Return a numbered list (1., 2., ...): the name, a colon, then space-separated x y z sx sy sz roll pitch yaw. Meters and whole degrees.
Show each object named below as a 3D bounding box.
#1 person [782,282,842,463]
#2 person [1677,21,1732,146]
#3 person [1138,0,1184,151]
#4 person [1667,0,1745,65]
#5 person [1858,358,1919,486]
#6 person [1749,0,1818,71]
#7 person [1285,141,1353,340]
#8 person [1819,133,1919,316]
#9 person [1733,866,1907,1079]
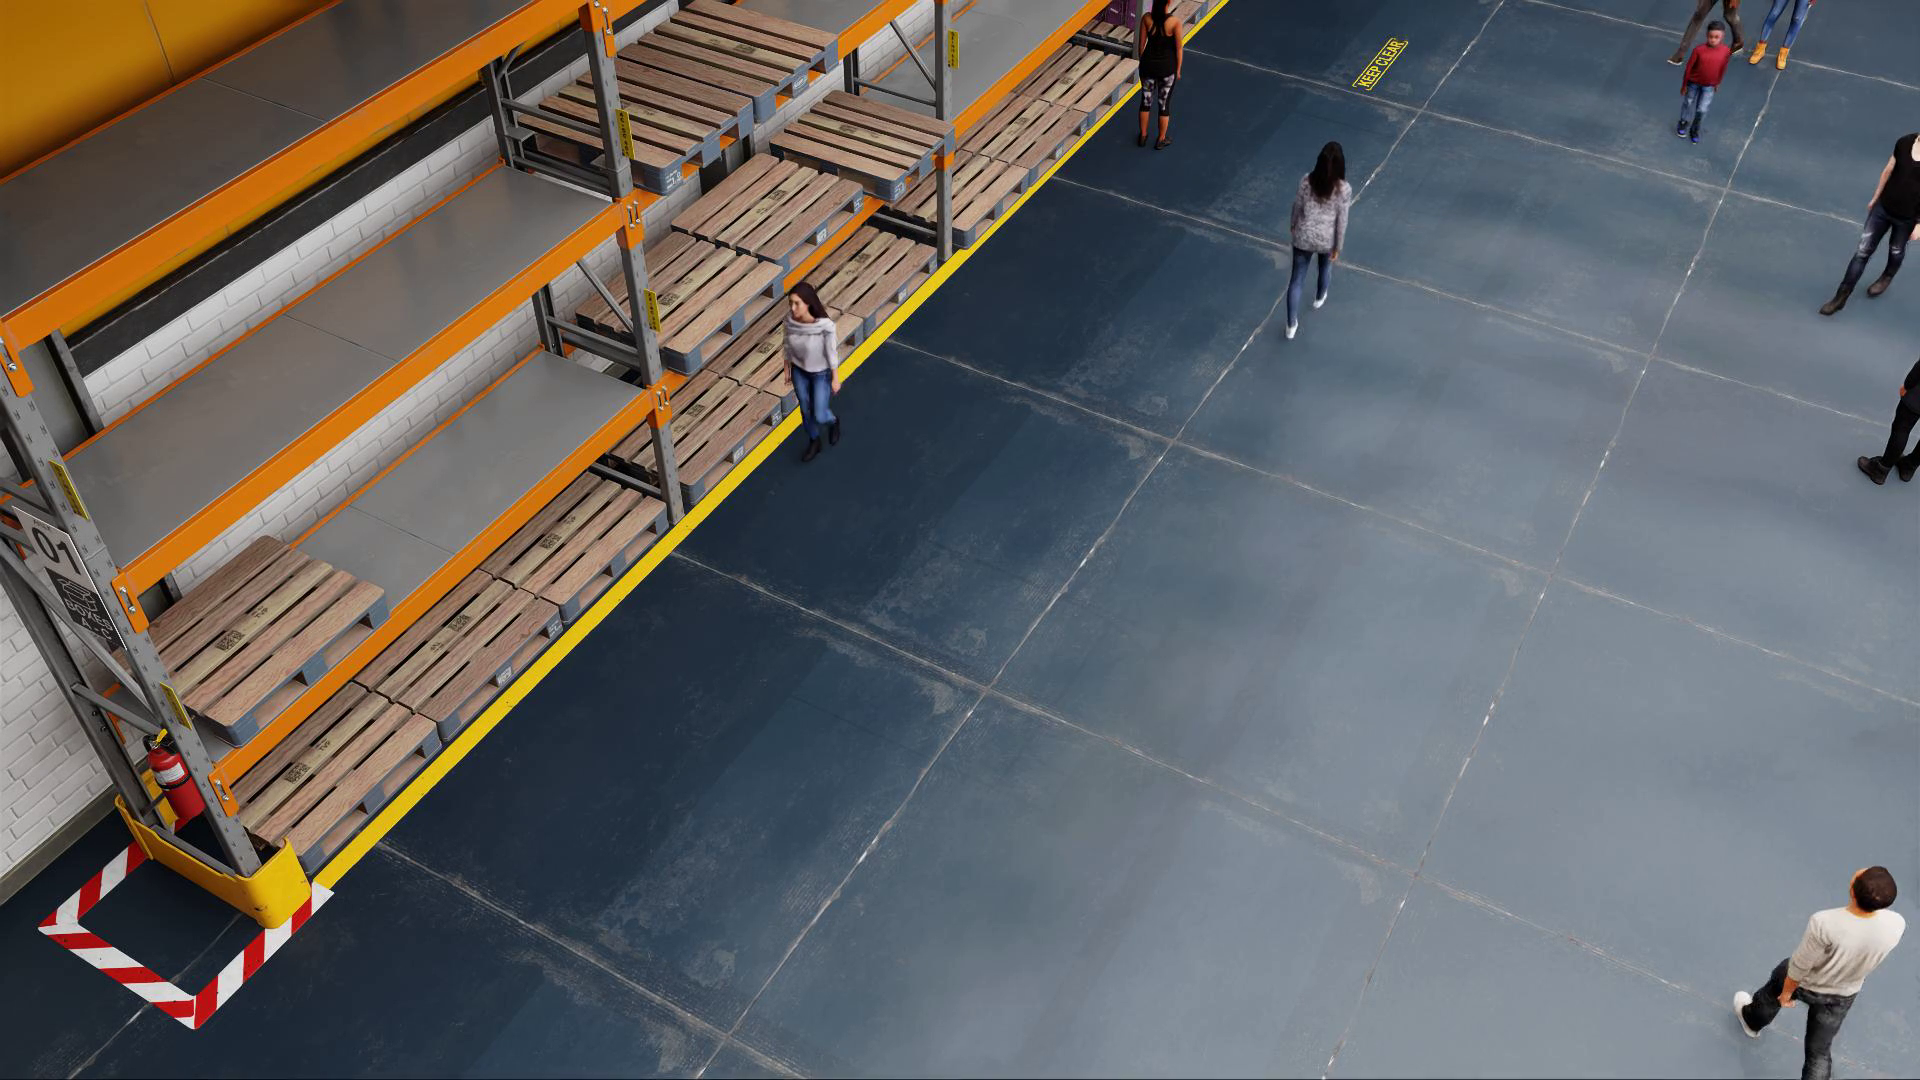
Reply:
1. person: -1.070 -1.287 12.486 0.629 1.617 0.649 19 47 19
2. person: 7.196 -4.469 16.099 0.564 1.241 0.643 12 45 12
3. person: 1.890 -4.519 15.842 0.596 1.668 0.535 17 46 17
4. person: 7.914 -5.695 17.017 1.321 1.751 1.129 -16 46 -16
5. person: 7.162 -1.132 12.205 0.738 1.781 0.773 -2 44 -3
6. person: 8.592 -5.695 17.044 0.608 1.712 0.518 19 47 19
7. person: 2.880 -2.408 13.603 0.744 1.700 1.036 12 45 13
8. person: 7.884 -2.766 13.868 1.297 1.852 0.996 -28 50 -26
9. person: 4.481 2.354 8.551 0.944 1.774 1.231 4 44 4
